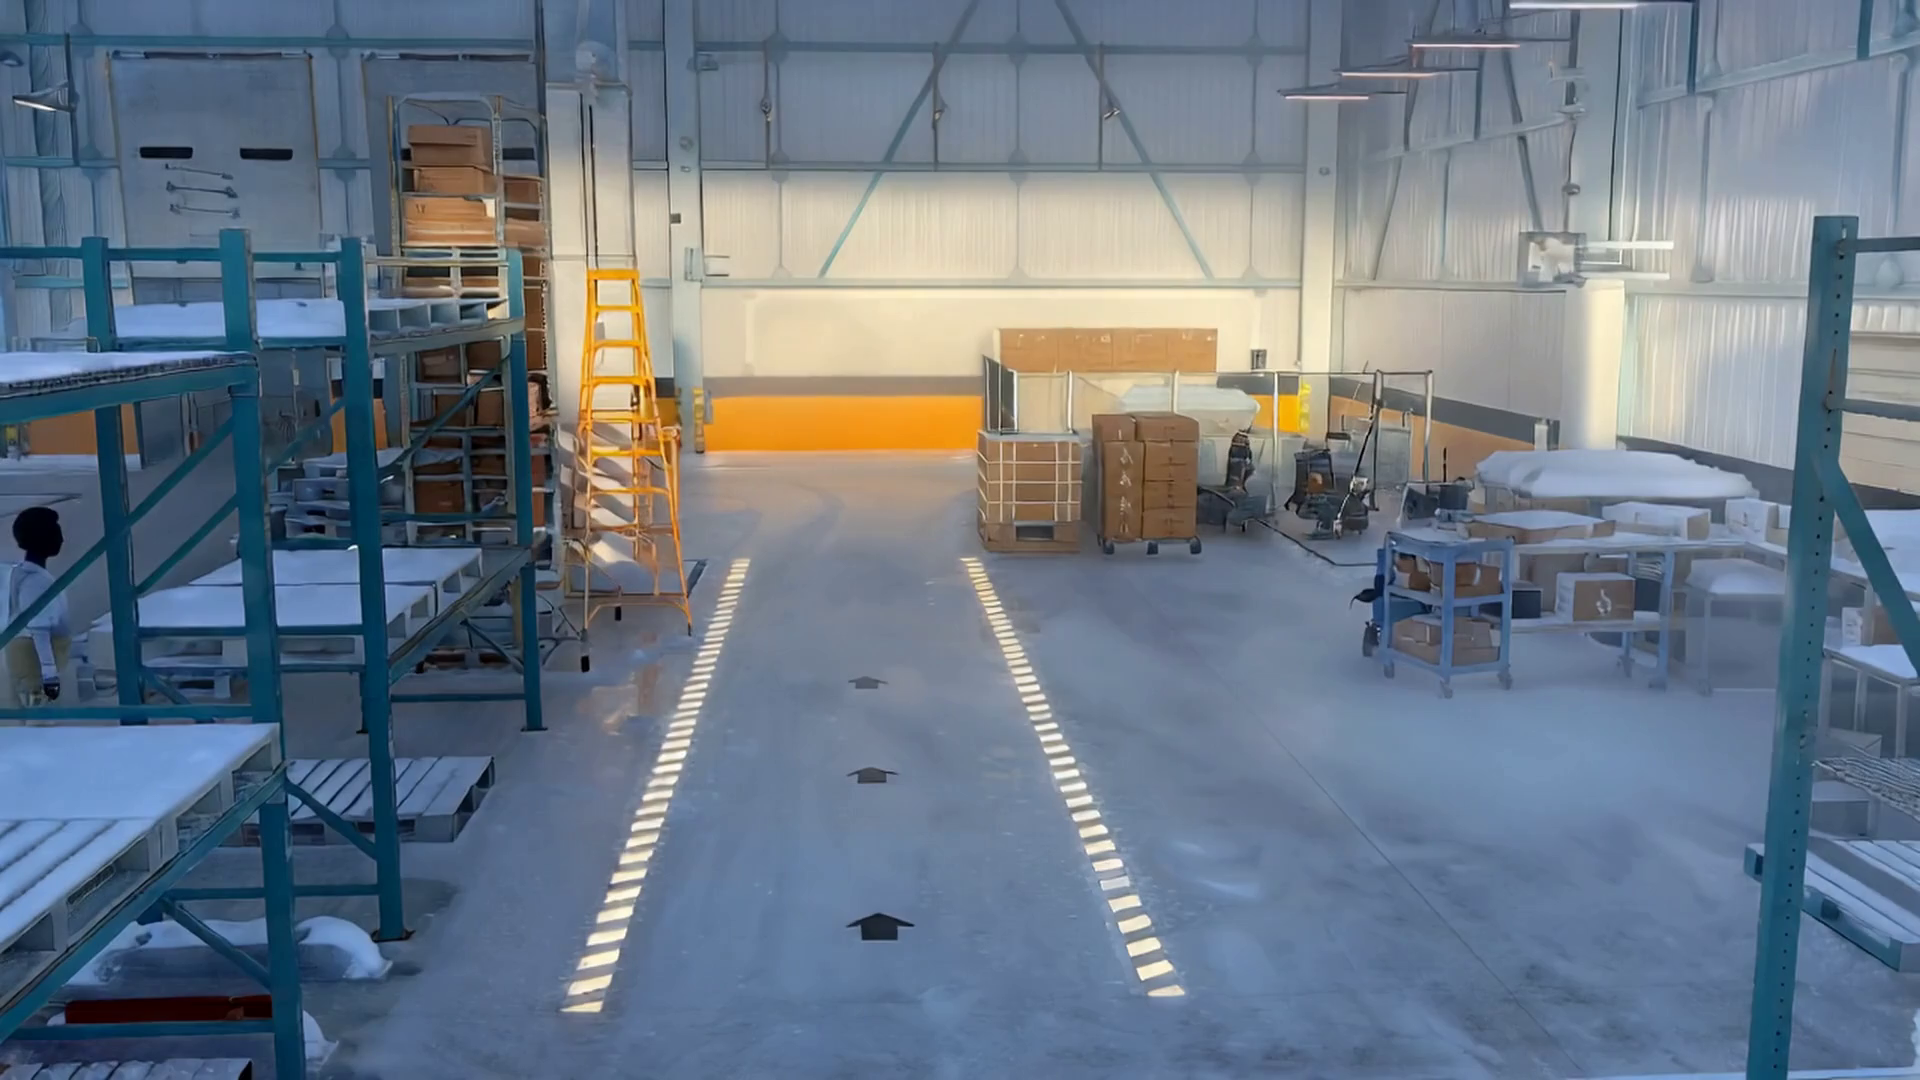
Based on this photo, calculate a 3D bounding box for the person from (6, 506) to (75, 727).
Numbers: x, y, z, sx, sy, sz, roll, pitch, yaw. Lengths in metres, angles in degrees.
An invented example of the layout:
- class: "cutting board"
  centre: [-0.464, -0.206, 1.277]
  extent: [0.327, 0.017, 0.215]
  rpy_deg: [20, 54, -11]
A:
- class: "person"
  centre: [-4.779, 0.666, 8.666]
  extent: [0.320, 1.693, 0.539]
  rpy_deg: [-6, 11, -32]

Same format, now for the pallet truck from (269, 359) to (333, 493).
- class: "pallet truck"
  centre: [-7.062, -1.131, 18.996]
  extent: [1.885, 1.965, 0.823]
  rpy_deg: [2, 9, 13]
